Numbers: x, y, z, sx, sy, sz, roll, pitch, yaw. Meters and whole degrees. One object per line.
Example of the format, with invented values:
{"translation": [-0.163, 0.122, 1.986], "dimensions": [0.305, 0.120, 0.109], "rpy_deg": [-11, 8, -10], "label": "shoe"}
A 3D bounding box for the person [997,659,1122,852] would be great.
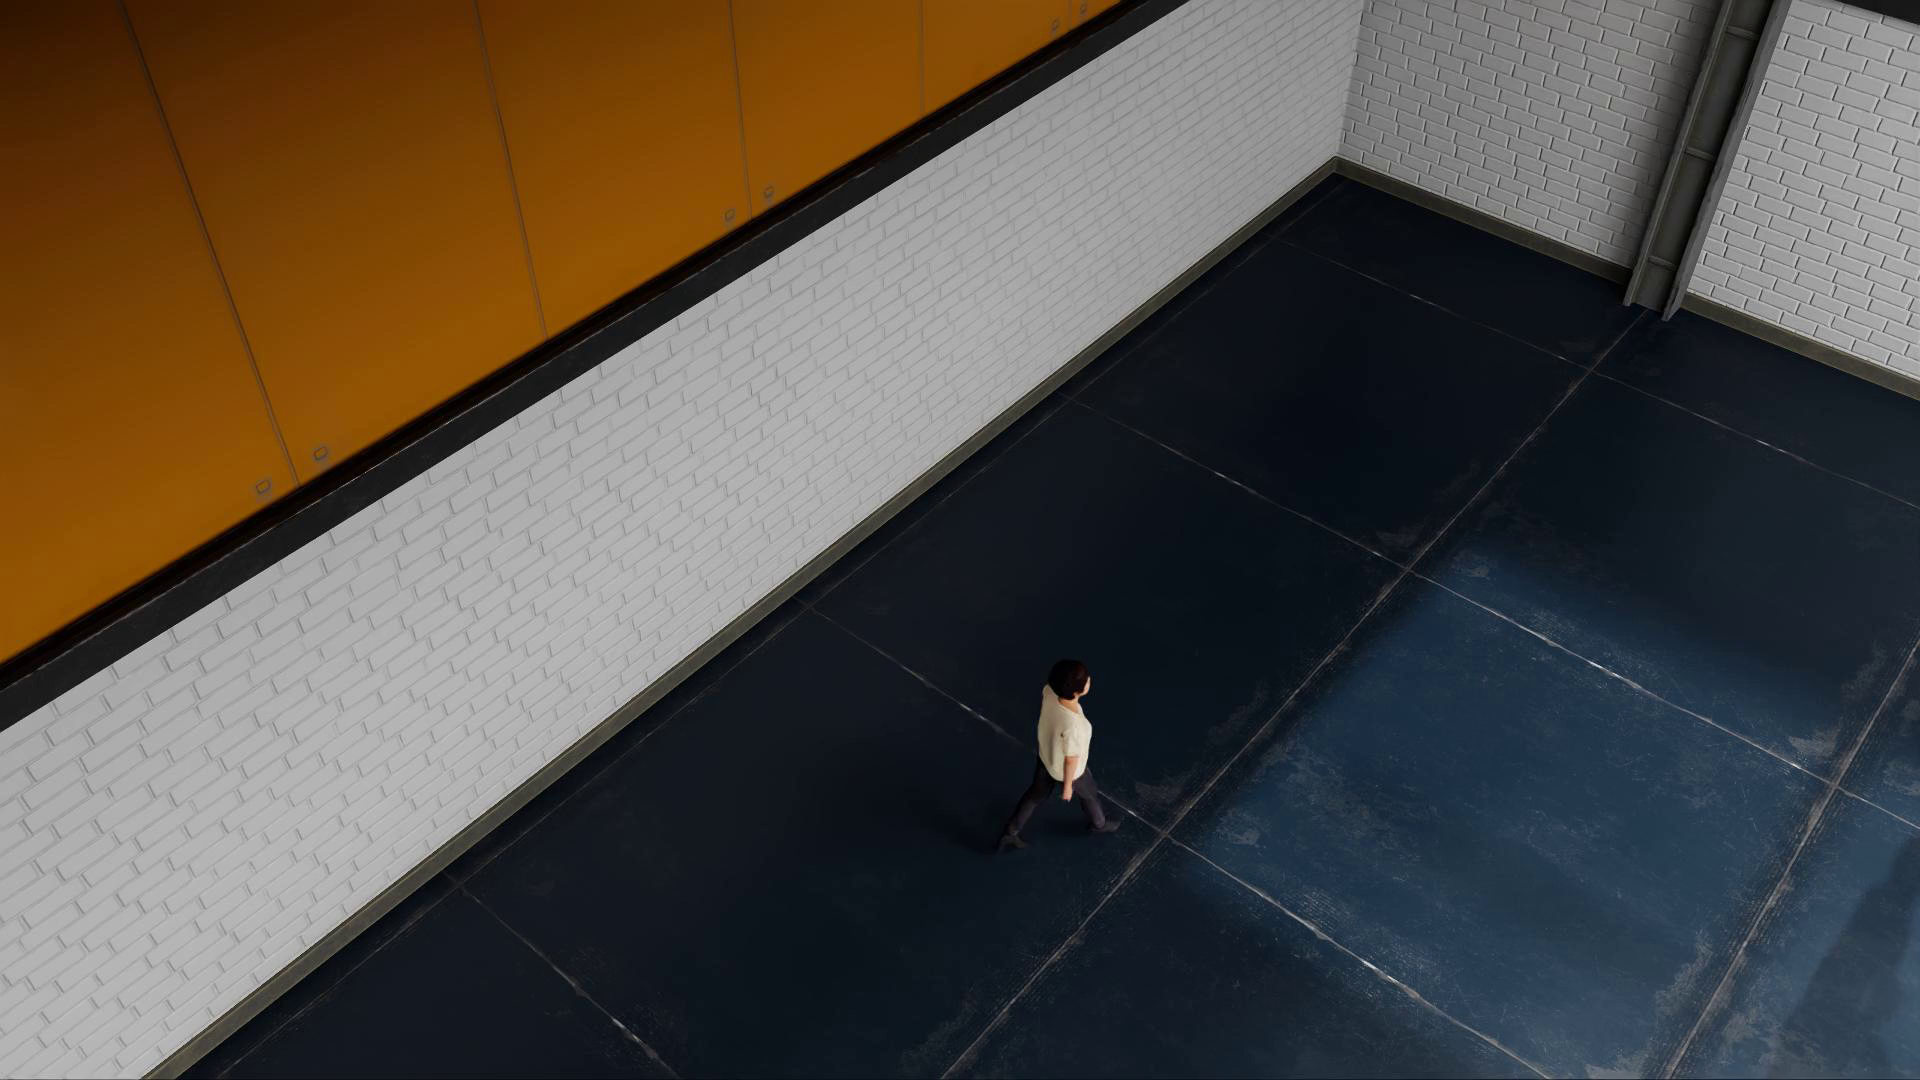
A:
{"translation": [0.515, 1.295, 9.536], "dimensions": [0.948, 1.546, 1.043], "rpy_deg": [-17, 46, -17], "label": "person"}
